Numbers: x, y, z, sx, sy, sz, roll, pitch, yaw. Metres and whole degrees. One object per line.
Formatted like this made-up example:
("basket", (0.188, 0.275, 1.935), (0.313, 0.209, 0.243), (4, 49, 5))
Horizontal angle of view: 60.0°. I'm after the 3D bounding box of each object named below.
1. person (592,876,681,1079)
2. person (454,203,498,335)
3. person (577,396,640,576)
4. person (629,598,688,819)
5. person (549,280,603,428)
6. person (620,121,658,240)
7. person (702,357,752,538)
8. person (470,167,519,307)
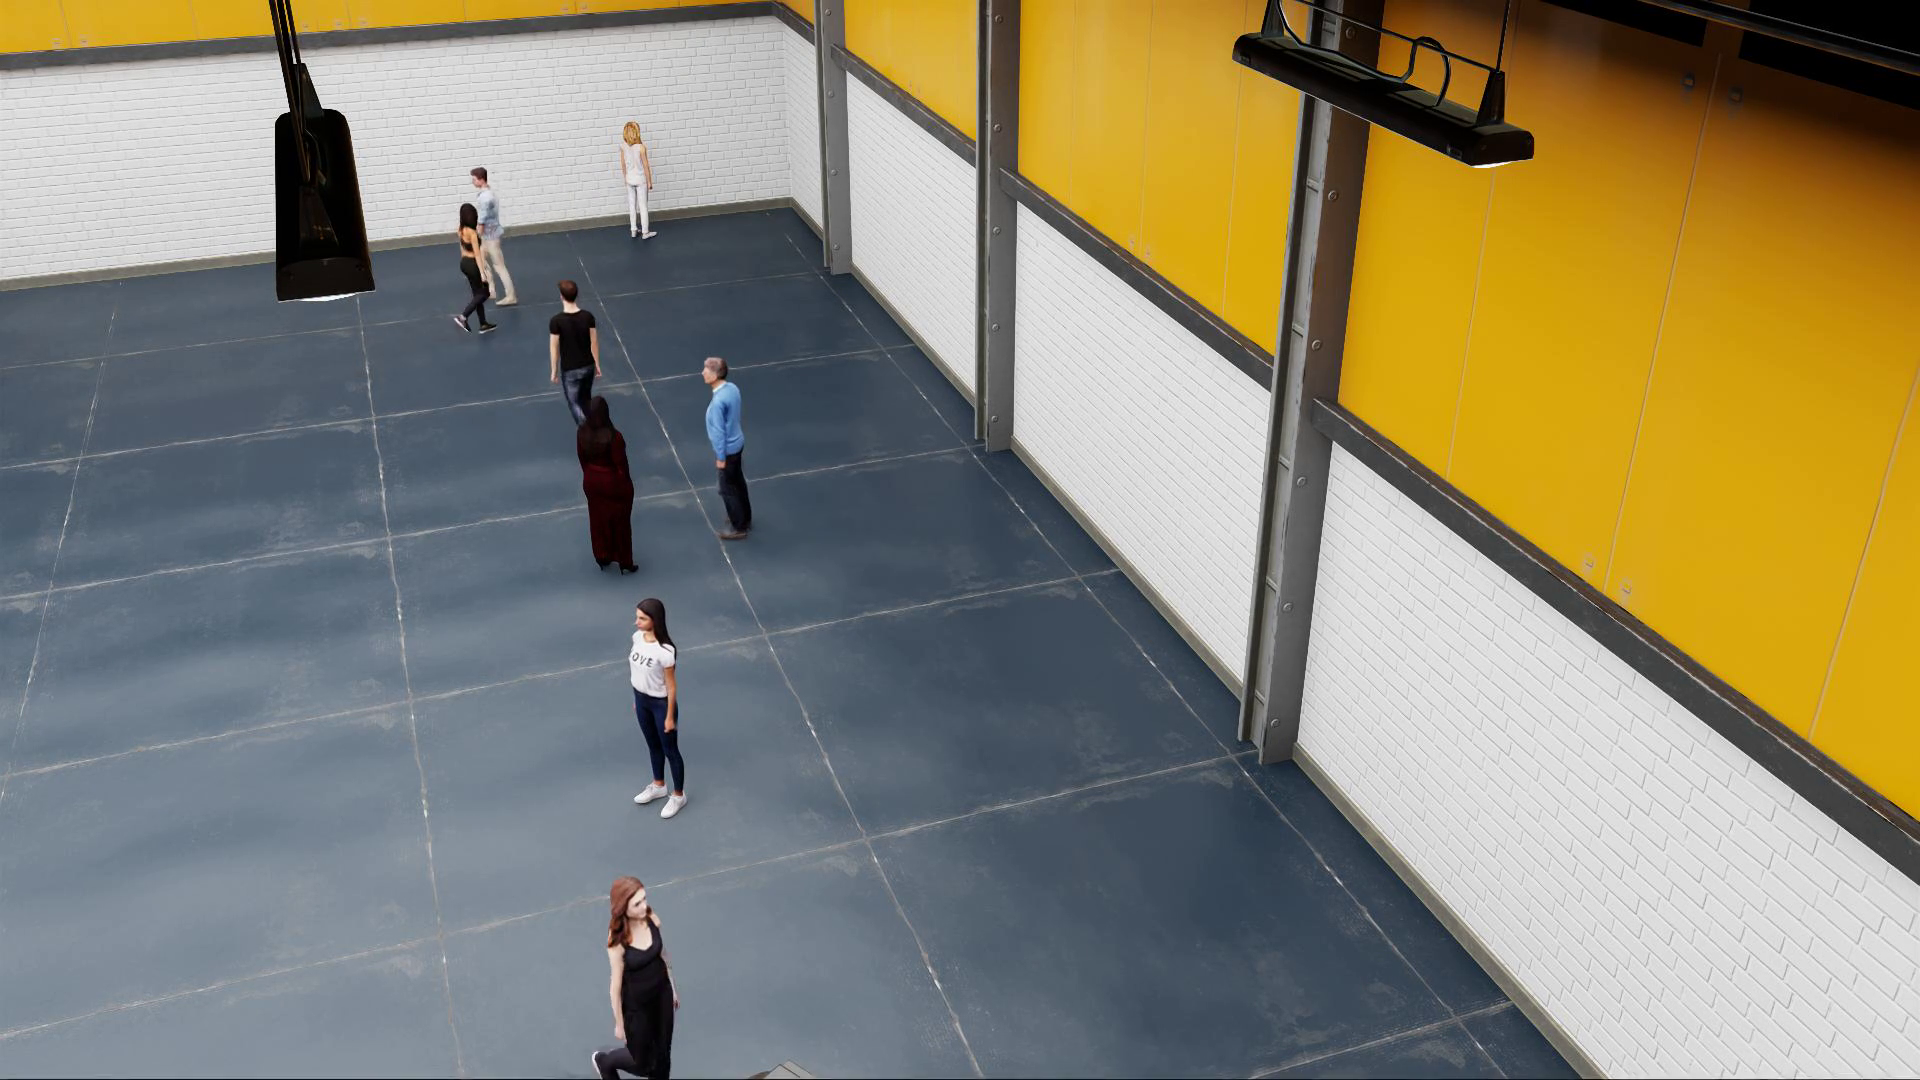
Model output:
("person", (-1.882, 2.614, 9.548), (0.953, 1.733, 0.872), (15, 32, 26))
("person", (-6.081, -3.299, 20.519), (0.864, 1.607, 0.861), (-22, 36, -35))
("person", (-3.235, -0.499, 15.228), (0.758, 1.757, 0.816), (12, 31, 21))
("person", (-2.200, 1.199, 12.098), (0.615, 1.775, 0.727), (22, 36, 35))
("person", (-3.978, -1.760, 17.417), (0.802, 1.876, 1.164), (-15, 32, -26))
("person", (-4.658, -5.182, 23.904), (0.688, 1.670, 0.742), (12, 31, 20))
("person", (-2.207, -0.902, 15.922), (0.809, 1.800, 0.688), (5, 29, 8))
("person", (-5.917, -3.879, 21.354), (0.771, 1.826, 0.762), (-5, 29, -9))
